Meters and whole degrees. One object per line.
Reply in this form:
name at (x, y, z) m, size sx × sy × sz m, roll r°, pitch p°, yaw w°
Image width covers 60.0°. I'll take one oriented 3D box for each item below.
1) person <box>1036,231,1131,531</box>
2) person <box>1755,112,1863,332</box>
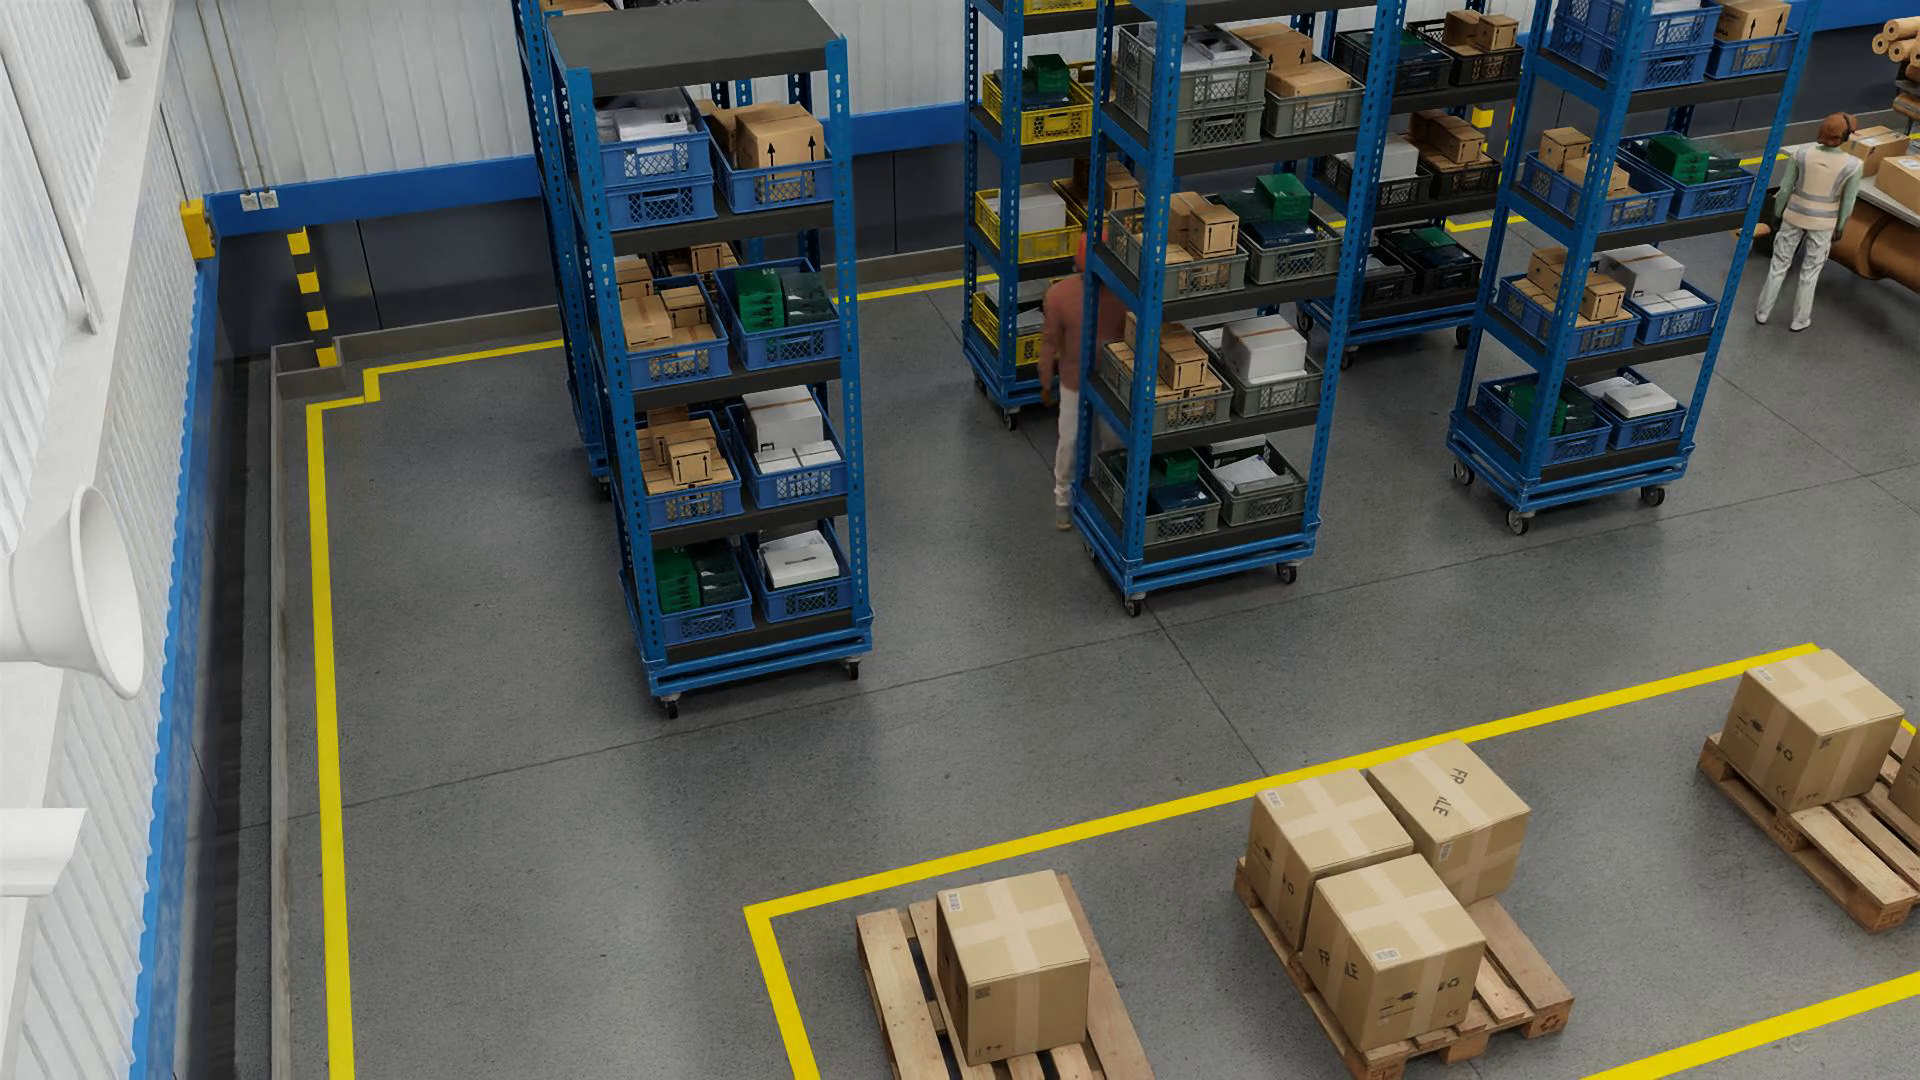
person at (0.775, -0.942, 9.906) m, size 0.650 × 1.974 × 0.460 m, roll -3°, pitch 35°, yaw -4°
person at (6.184, -2.309, 12.128) m, size 0.515 × 1.636 × 0.314 m, roll 23°, pitch 41°, yaw 29°
